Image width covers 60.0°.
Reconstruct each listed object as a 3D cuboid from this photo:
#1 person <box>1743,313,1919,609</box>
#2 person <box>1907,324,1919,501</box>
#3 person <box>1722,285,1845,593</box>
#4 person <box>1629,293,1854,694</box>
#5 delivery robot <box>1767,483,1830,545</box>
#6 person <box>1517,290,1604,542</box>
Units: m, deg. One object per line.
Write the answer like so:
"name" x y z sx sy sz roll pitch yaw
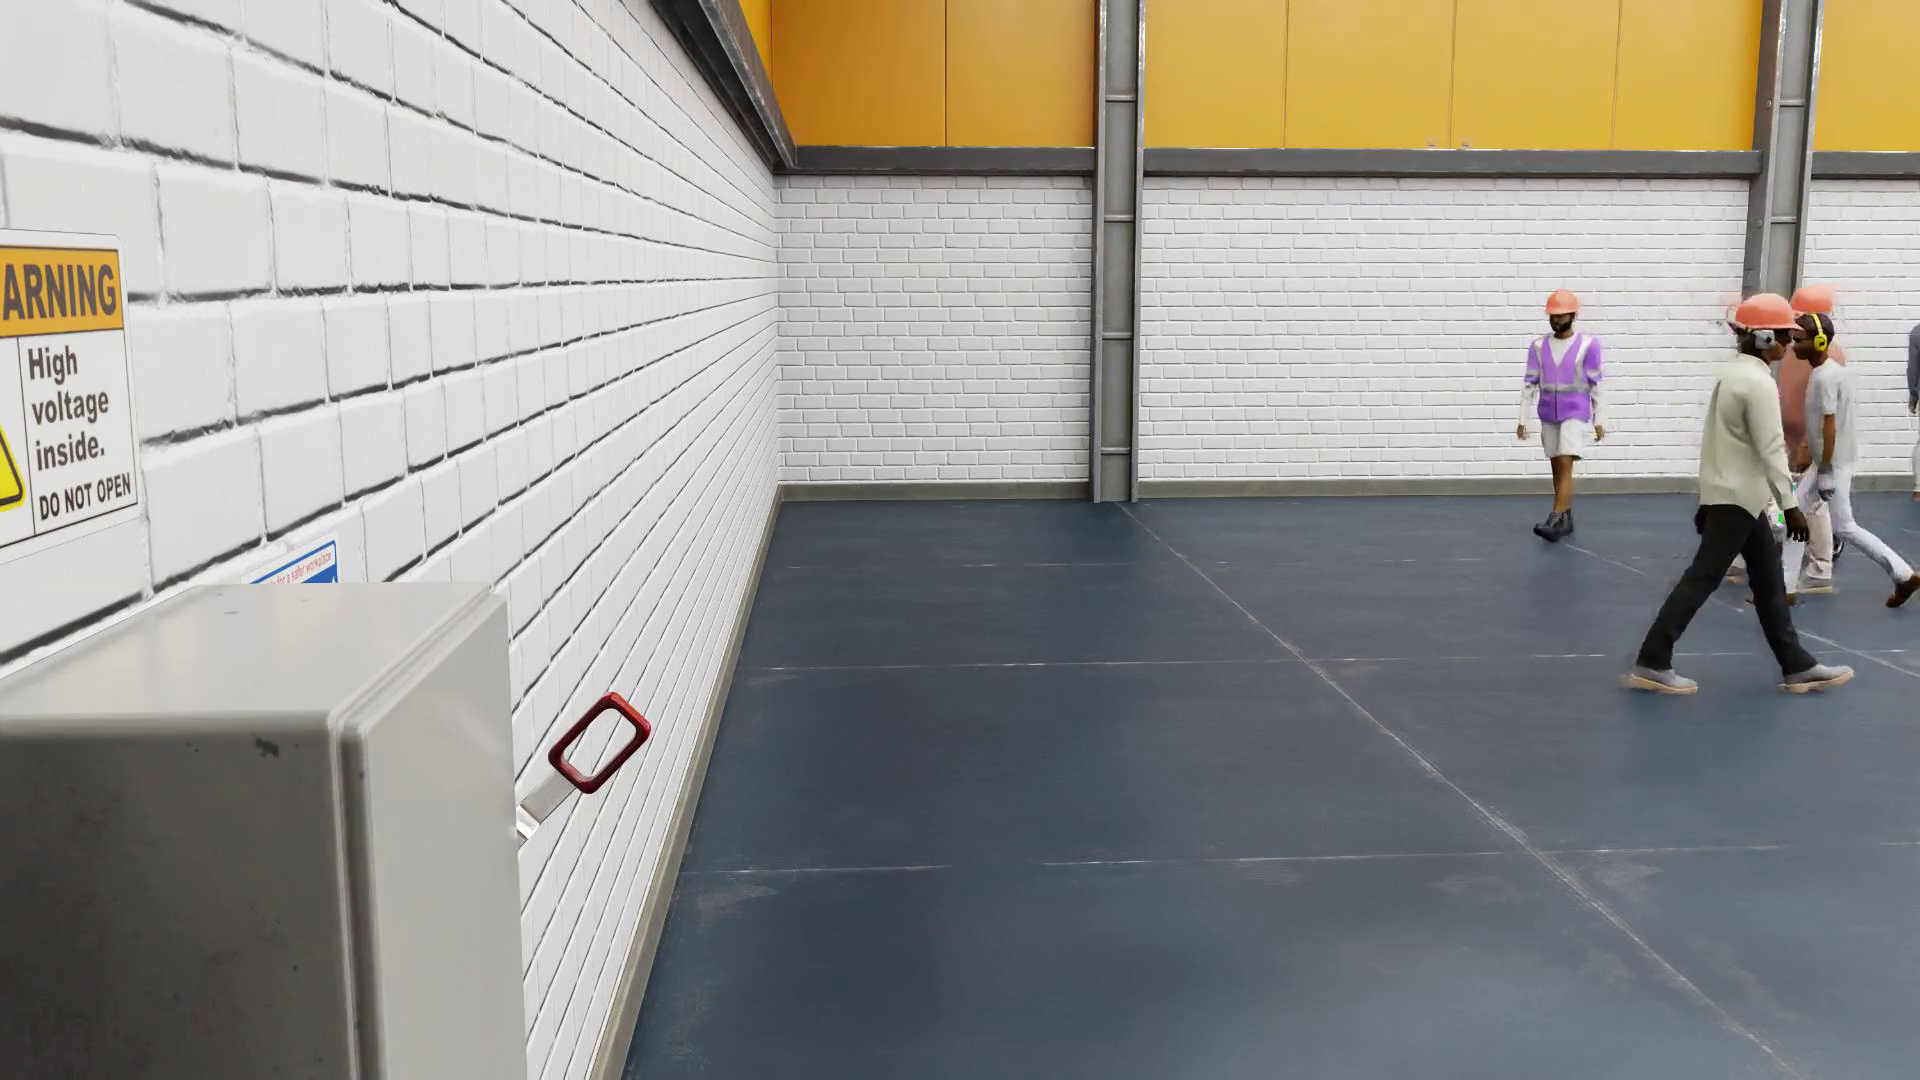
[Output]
"person" 5.317 -0.455 9.980 0.927 1.812 0.528 3 10 18
"person" 8.720 -1.283 14.740 0.372 1.936 0.646 -6 11 -32
"person" 5.190 -0.622 10.533 0.801 1.950 0.645 -1 9 -6
"person" 3.757 -0.198 7.945 1.041 1.943 0.614 3 9 15
"delivery robot" 5.835 -0.164 11.745 0.707 0.478 0.477 -6 11 -33
"person" 4.555 -0.940 12.677 0.578 1.900 0.936 8 12 41
